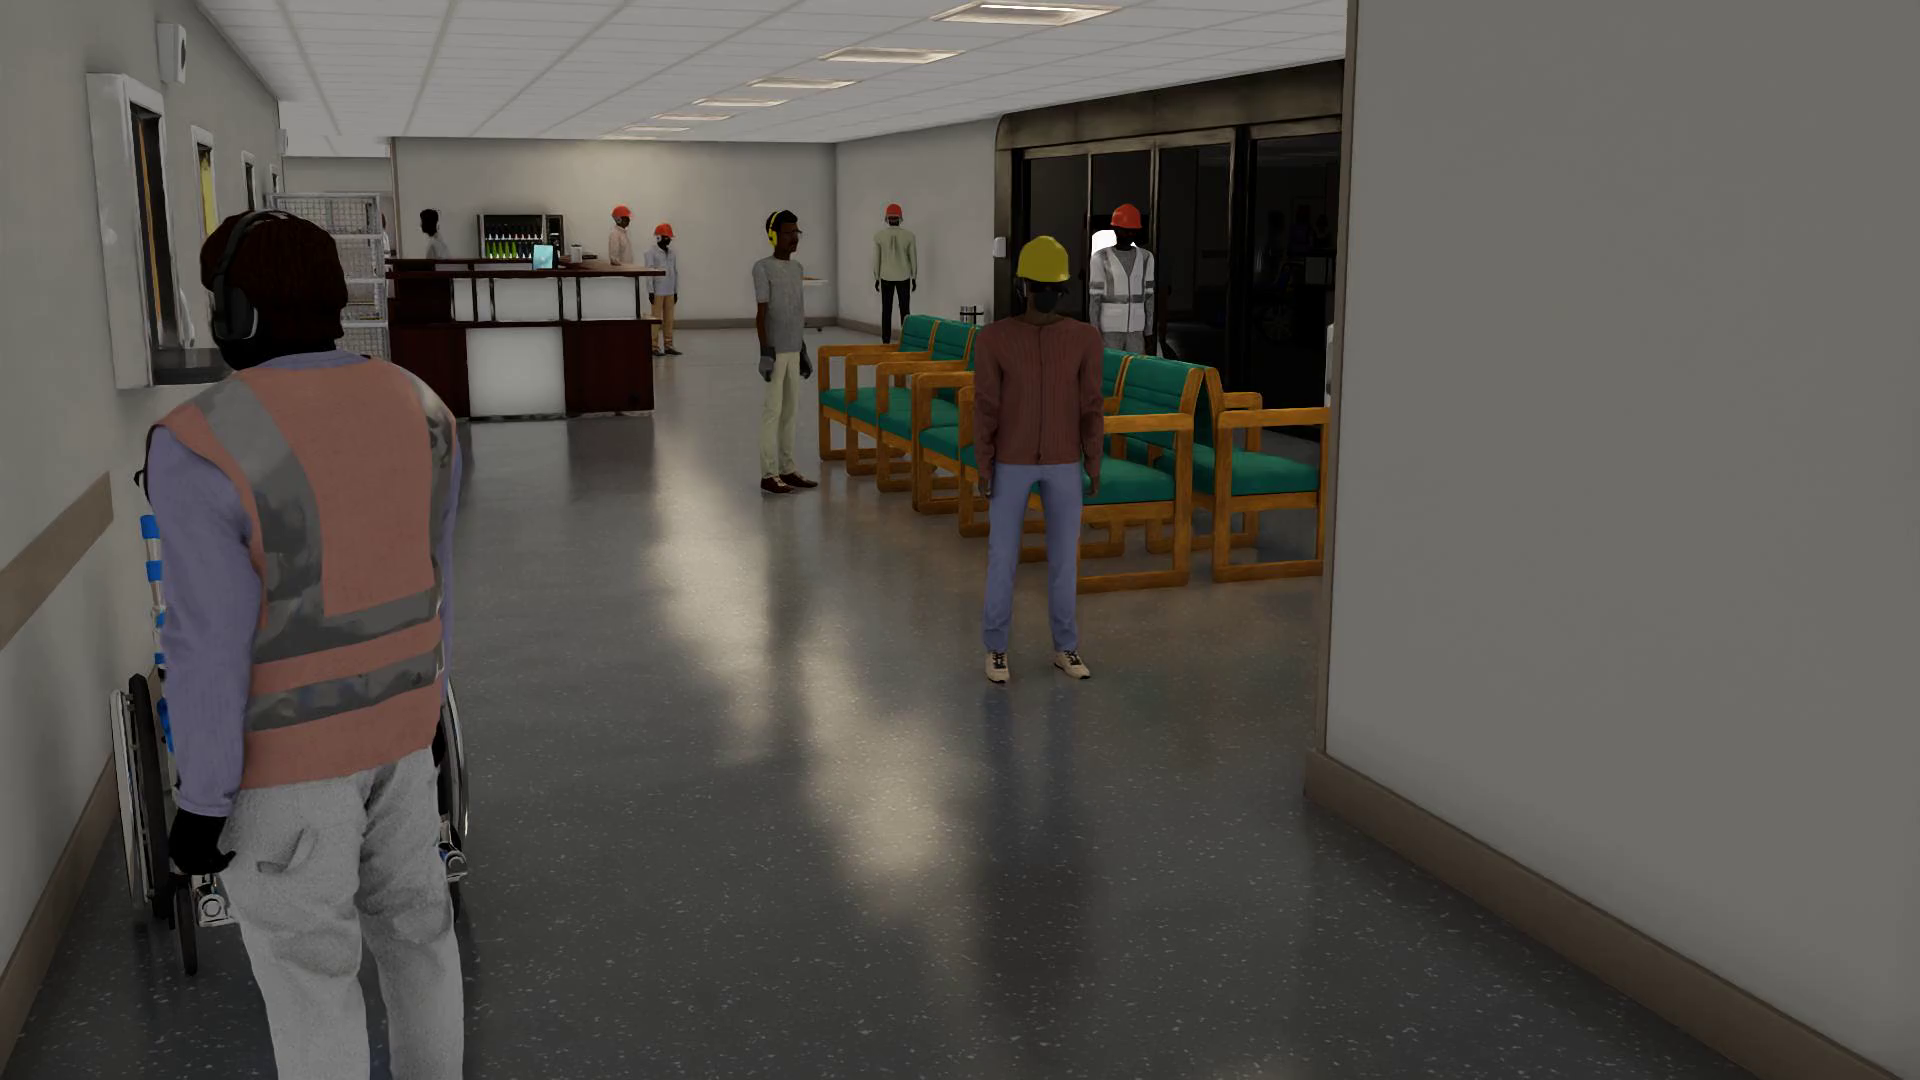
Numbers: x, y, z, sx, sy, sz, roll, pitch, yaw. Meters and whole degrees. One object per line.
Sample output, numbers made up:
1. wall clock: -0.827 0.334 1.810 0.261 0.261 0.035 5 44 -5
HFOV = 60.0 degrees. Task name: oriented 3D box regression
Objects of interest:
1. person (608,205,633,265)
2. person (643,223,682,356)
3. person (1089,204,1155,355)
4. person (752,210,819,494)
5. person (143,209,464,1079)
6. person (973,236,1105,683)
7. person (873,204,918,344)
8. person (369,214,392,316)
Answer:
1. person: -4.988 -3.938 24.568 0.392 1.995 0.612 1 11 4
2. person: -3.895 -3.290 21.890 0.352 1.743 0.564 7 13 33
3. person: 1.305 -1.705 13.295 0.546 1.929 0.393 -3 12 -17
4. person: -1.167 -1.249 11.098 0.329 1.872 0.507 6 12 28
5. person: -1.137 0.358 2.924 0.430 1.843 0.625 5 12 23
6. person: 0.311 -0.301 6.527 0.522 1.758 0.349 -2 11 -9
7. person: -0.889 -3.613 22.897 0.612 1.997 0.376 0 11 0
8. person: -10.515 -4.988 30.246 0.354 1.883 0.576 1 11 5
